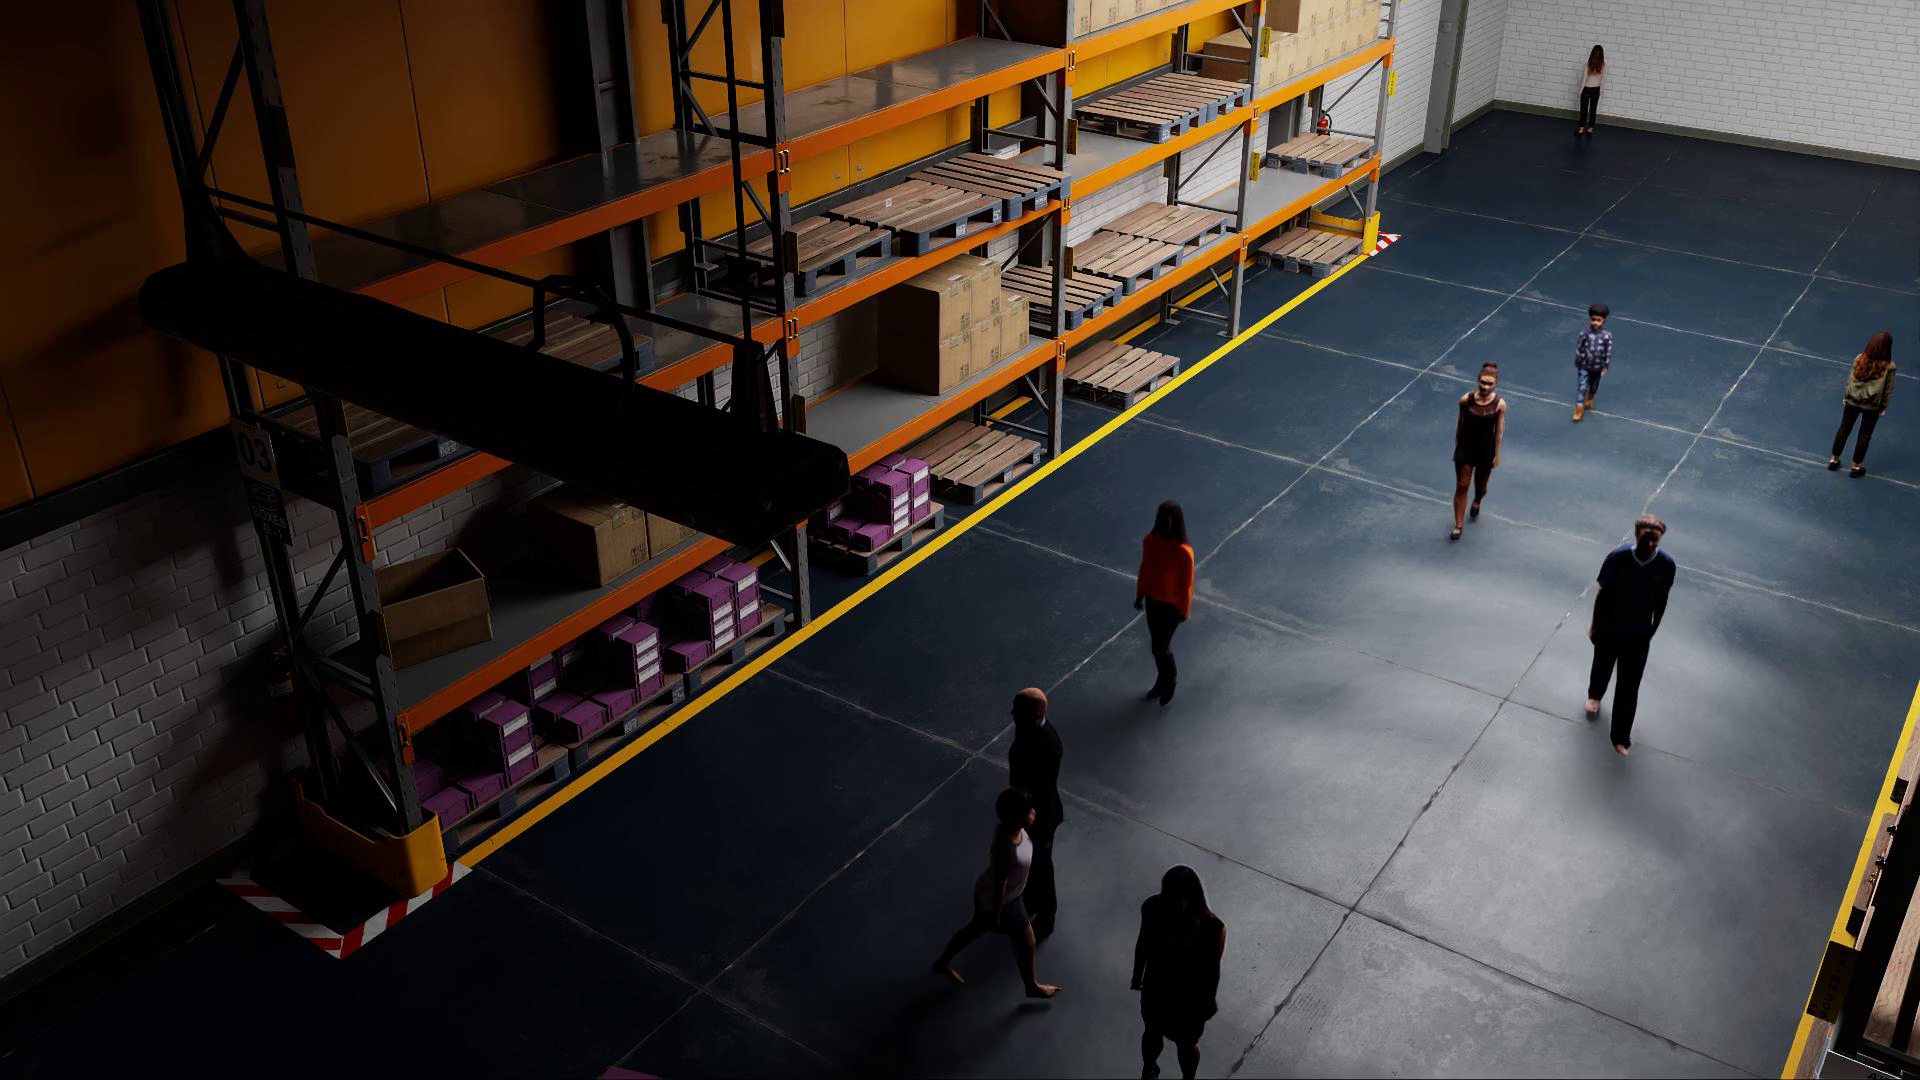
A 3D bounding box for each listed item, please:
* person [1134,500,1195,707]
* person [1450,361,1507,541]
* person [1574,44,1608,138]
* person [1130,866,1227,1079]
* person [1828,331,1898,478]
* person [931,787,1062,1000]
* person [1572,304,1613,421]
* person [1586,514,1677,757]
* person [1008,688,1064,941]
[{"bbox_3d":[1.628,0.453,12.749,0.706,1.740,0.698,-20,34,-32],"label":"person"},{"bbox_3d":[4.752,-0.859,15.229,0.673,1.669,0.930,13,31,22],"label":"person"},{"bbox_3d":[10.415,-7.411,27.434,0.619,1.484,0.650,0,29,0],"label":"person"},{"bbox_3d":[1.175,2.463,9.088,0.675,1.717,0.607,16,32,26],"label":"person"},{"bbox_3d":[8.873,-1.345,16.324,0.554,1.474,0.610,-24,37,-37],"label":"person"},{"bbox_3d":[0.184,2.117,9.925,0.988,1.524,1.030,1,29,2],"label":"person"},{"bbox_3d":[6.693,-1.898,17.585,0.600,1.237,0.819,12,31,20],"label":"person"},{"bbox_3d":[4.927,0.606,12.390,0.885,1.816,1.255,10,30,18],"label":"person"},{"bbox_3d":[0.470,1.686,10.430,0.787,1.797,0.769,-10,30,-17],"label":"person"}]
